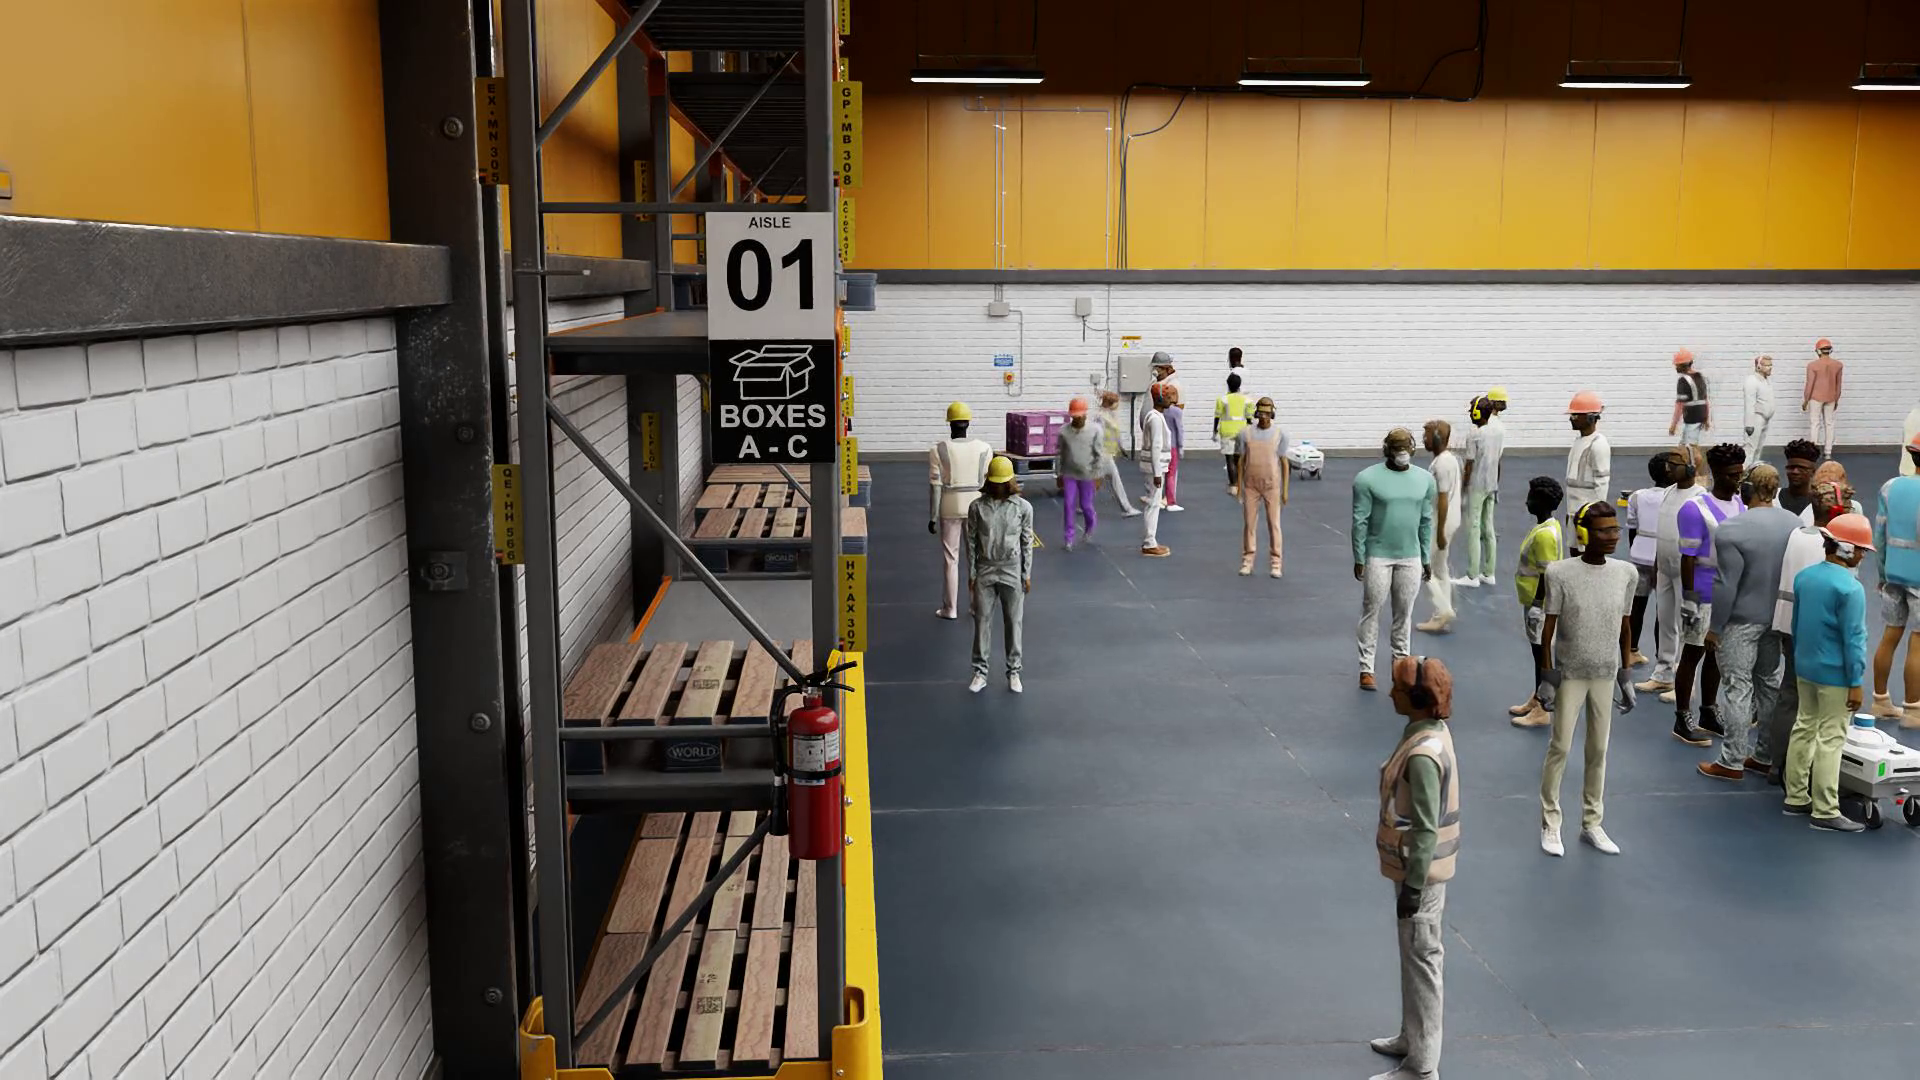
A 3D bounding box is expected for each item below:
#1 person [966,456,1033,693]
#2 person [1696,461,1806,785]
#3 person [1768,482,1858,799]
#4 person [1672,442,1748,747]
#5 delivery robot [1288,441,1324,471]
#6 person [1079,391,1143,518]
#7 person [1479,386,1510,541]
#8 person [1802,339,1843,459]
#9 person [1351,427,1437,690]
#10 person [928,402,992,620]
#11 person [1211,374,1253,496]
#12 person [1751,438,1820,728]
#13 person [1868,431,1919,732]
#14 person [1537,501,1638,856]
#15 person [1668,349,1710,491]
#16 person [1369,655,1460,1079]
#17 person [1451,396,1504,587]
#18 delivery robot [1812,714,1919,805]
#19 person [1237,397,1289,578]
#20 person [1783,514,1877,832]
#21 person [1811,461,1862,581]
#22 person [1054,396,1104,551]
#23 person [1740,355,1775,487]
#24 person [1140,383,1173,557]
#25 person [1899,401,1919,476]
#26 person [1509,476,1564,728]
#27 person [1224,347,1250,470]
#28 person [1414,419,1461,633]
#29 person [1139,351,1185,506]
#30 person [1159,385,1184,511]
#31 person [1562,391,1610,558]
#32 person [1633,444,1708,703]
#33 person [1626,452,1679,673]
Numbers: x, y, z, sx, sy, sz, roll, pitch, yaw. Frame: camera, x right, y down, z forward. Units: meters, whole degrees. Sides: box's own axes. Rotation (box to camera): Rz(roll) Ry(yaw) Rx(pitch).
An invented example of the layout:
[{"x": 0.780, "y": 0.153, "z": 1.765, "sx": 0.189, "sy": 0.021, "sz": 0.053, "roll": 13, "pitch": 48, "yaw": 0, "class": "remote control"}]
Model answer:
[{"x": 0.285, "y": 0.252, "z": 12.089, "sx": 0.484, "sy": 1.736, "sz": 0.305, "roll": 1, "pitch": 9, "yaw": 5, "class": "person"}, {"x": 4.723, "y": 0.494, "z": 9.937, "sx": 0.630, "sy": 1.940, "sz": 0.371, "roll": -3, "pitch": 10, "yaw": -20, "class": "person"}, {"x": 4.968, "y": 0.577, "z": 9.701, "sx": 0.372, "sy": 1.843, "sz": 0.571, "roll": -2, "pitch": 9, "yaw": -11, "class": "person"}, {"x": 4.899, "y": 0.361, "z": 10.792, "sx": 0.603, "sy": 1.931, "sz": 0.368, "roll": -5, "pitch": 10, "yaw": -28, "class": "person"}, {"x": 5.169, "y": -1.243, "z": 24.879, "sx": 0.477, "sy": 0.478, "sz": 0.707, "roll": -1, "pitch": 9, "yaw": -9, "class": "delivery robot"}, {"x": 1.871, "y": -1.069, "z": 20.871, "sx": 0.866, "sy": 1.584, "sz": 0.499, "roll": 3, "pitch": 9, "yaw": 16, "class": "person"}, {"x": 6.122, "y": -0.884, "z": 19.125, "sx": 0.331, "sy": 1.768, "sz": 0.526, "roll": 4, "pitch": 10, "yaw": 26, "class": "person"}, {"x": 14.221, "y": -2.321, "z": 27.462, "sx": 0.609, "sy": 1.986, "sz": 0.391, "roll": -1, "pitch": 9, "yaw": -4, "class": "person"}, {"x": 3.175, "y": 0.135, "z": 12.195, "sx": 0.630, "sy": 1.938, "sz": 0.372, "roll": -1, "pitch": 9, "yaw": -6, "class": "person"}, {"x": -0.005, "y": -0.256, "z": 14.681, "sx": 0.595, "sy": 1.923, "sz": 0.374, "roll": -3, "pitch": 10, "yaw": -20, "class": "person"}, {"x": 3.770, "y": -1.470, "z": 23.149, "sx": 0.539, "sy": 1.658, "sz": 0.813, "roll": -2, "pitch": 9, "yaw": -11, "class": "person"}, {"x": 5.498, "y": 0.310, "z": 11.023, "sx": 0.607, "sy": 1.961, "sz": 0.367, "roll": 8, "pitch": 12, "yaw": 39, "class": "person"}, {"x": 6.412, "y": 0.252, "z": 11.127, "sx": 0.392, "sy": 2.041, "sz": 0.615, "roll": -2, "pitch": 9, "yaw": -13, "class": "person"}, {"x": 3.286, "y": 0.722, "z": 8.705, "sx": 0.518, "sy": 1.877, "sz": 0.326, "roll": -1, "pitch": 9, "yaw": -4, "class": "person"}, {"x": 10.332, "y": -1.693, "z": 23.508, "sx": 0.667, "sy": 1.988, "sz": 0.639, "roll": 8, "pitch": 12, "yaw": 42, "class": "person"}, {"x": 1.705, "y": 1.235, "z": 6.218, "sx": 0.306, "sy": 1.639, "sz": 0.524, "roll": 3, "pitch": 9, "yaw": 16, "class": "person"}, {"x": 5.071, "y": -0.468, "z": 16.231, "sx": 0.509, "sy": 1.862, "sz": 0.328, "roll": -6, "pitch": 11, "yaw": -33, "class": "person"}, {"x": 5.084, "y": 1.226, "z": 9.378, "sx": 0.477, "sy": 0.478, "sz": 0.707, "roll": -2, "pitch": 9, "yaw": -11, "class": "delivery robot"}, {"x": 3.033, "y": -0.524, "z": 16.686, "sx": 0.503, "sy": 1.830, "sz": 0.381, "roll": 3, "pitch": 10, "yaw": 20, "class": "person"}, {"x": 4.797, "y": 0.717, "z": 9.140, "sx": 0.338, "sy": 1.741, "sz": 0.573, "roll": -1, "pitch": 9, "yaw": -4, "class": "person"}, {"x": 6.566, "y": 0.212, "z": 12.659, "sx": 0.507, "sy": 1.632, "sz": 0.273, "roll": 6, "pitch": 11, "yaw": 35, "class": "person"}, {"x": 1.336, "y": -0.757, "z": 18.470, "sx": 0.584, "sy": 1.722, "sz": 0.631, "roll": 3, "pitch": 9, "yaw": 16, "class": "person"}, {"x": 11.339, "y": -1.667, "z": 23.608, "sx": 0.403, "sy": 1.906, "sz": 0.652, "roll": 9, "pitch": 12, "yaw": 43, "class": "person"}, {"x": 2.122, "y": -0.756, "z": 17.998, "sx": 0.351, "sy": 1.878, "sz": 0.569, "roll": 2, "pitch": 9, "yaw": 10, "class": "person"}, {"x": 9.820, "y": -0.651, "z": 16.805, "sx": 0.538, "sy": 2.000, "sz": 0.688, "roll": 1, "pitch": 9, "yaw": 5, "class": "person"}, {"x": 3.898, "y": 0.414, "z": 11.197, "sx": 0.318, "sy": 1.697, "sz": 0.535, "roll": 3, "pitch": 9, "yaw": 17, "class": "person"}, {"x": 4.345, "y": -2.045, "z": 25.970, "sx": 0.385, "sy": 1.908, "sz": 0.625, "roll": 4, "pitch": 10, "yaw": 22, "class": "person"}, {"x": 4.022, "y": -0.109, "z": 14.066, "sx": 0.401, "sy": 1.829, "sz": 0.501, "roll": 4, "pitch": 10, "yaw": 26, "class": "person"}, {"x": 2.628, "y": -1.476, "z": 21.982, "sx": 0.537, "sy": 2.000, "sz": 0.689, "roll": -4, "pitch": 10, "yaw": -24, "class": "person"}, {"x": 2.675, "y": -1.186, "z": 21.440, "sx": 0.268, "sy": 1.630, "sz": 0.507, "roll": -9, "pitch": 13, "yaw": -44, "class": "person"}, {"x": 5.341, "y": -0.256, "z": 14.313, "sx": 0.382, "sy": 2.041, "sz": 0.616, "roll": 0, "pitch": 9, "yaw": 2, "class": "person"}, {"x": 5.112, "y": 0.235, "z": 11.855, "sx": 0.345, "sy": 1.846, "sz": 0.507, "roll": -2, "pitch": 9, "yaw": -13, "class": "person"}, {"x": 5.340, "y": 0.168, "z": 12.730, "sx": 0.318, "sy": 1.699, "sz": 0.537, "roll": -5, "pitch": 11, "yaw": -31, "class": "person"}]
